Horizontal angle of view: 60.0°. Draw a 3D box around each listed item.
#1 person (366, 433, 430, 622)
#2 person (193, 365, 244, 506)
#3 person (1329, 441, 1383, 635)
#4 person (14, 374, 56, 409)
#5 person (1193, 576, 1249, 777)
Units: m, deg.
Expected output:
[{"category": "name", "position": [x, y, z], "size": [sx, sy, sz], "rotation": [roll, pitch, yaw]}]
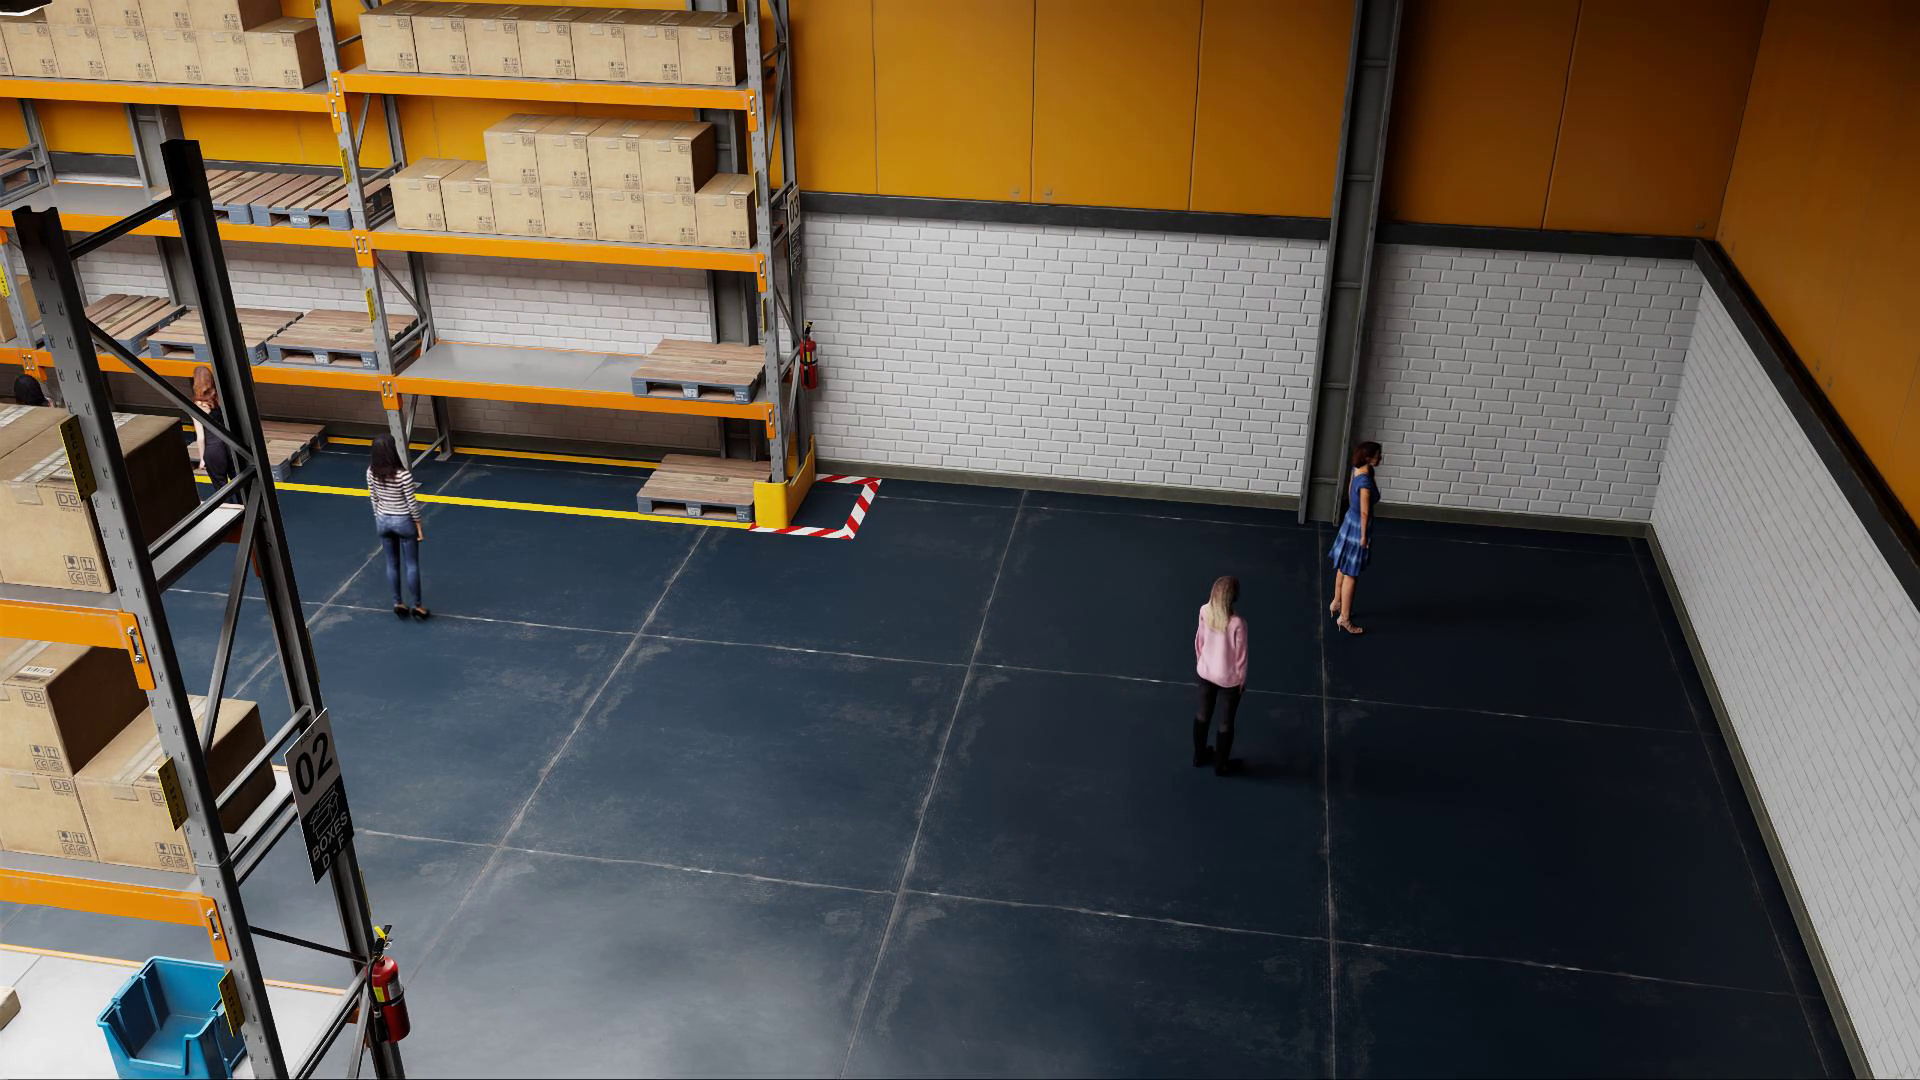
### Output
[{"category": "person", "position": [-4.962, -0.101, 14.648], "size": [0.439, 1.793, 0.630], "rotation": [4, 29, 7]}, {"category": "person", "position": [-7.159, -0.874, 16.112], "size": [0.648, 1.748, 0.658], "rotation": [17, 33, 28]}, {"category": "person", "position": [3.475, -0.043, 14.528], "size": [0.635, 1.805, 0.708], "rotation": [0, 29, -1]}, {"category": "person", "position": [-8.702, -0.762, 15.928], "size": [0.735, 1.726, 0.703], "rotation": [20, 34, 32]}, {"category": "person", "position": [1.980, 1.026, 12.692], "size": [0.657, 1.687, 0.746], "rotation": [25, 38, 38]}]
